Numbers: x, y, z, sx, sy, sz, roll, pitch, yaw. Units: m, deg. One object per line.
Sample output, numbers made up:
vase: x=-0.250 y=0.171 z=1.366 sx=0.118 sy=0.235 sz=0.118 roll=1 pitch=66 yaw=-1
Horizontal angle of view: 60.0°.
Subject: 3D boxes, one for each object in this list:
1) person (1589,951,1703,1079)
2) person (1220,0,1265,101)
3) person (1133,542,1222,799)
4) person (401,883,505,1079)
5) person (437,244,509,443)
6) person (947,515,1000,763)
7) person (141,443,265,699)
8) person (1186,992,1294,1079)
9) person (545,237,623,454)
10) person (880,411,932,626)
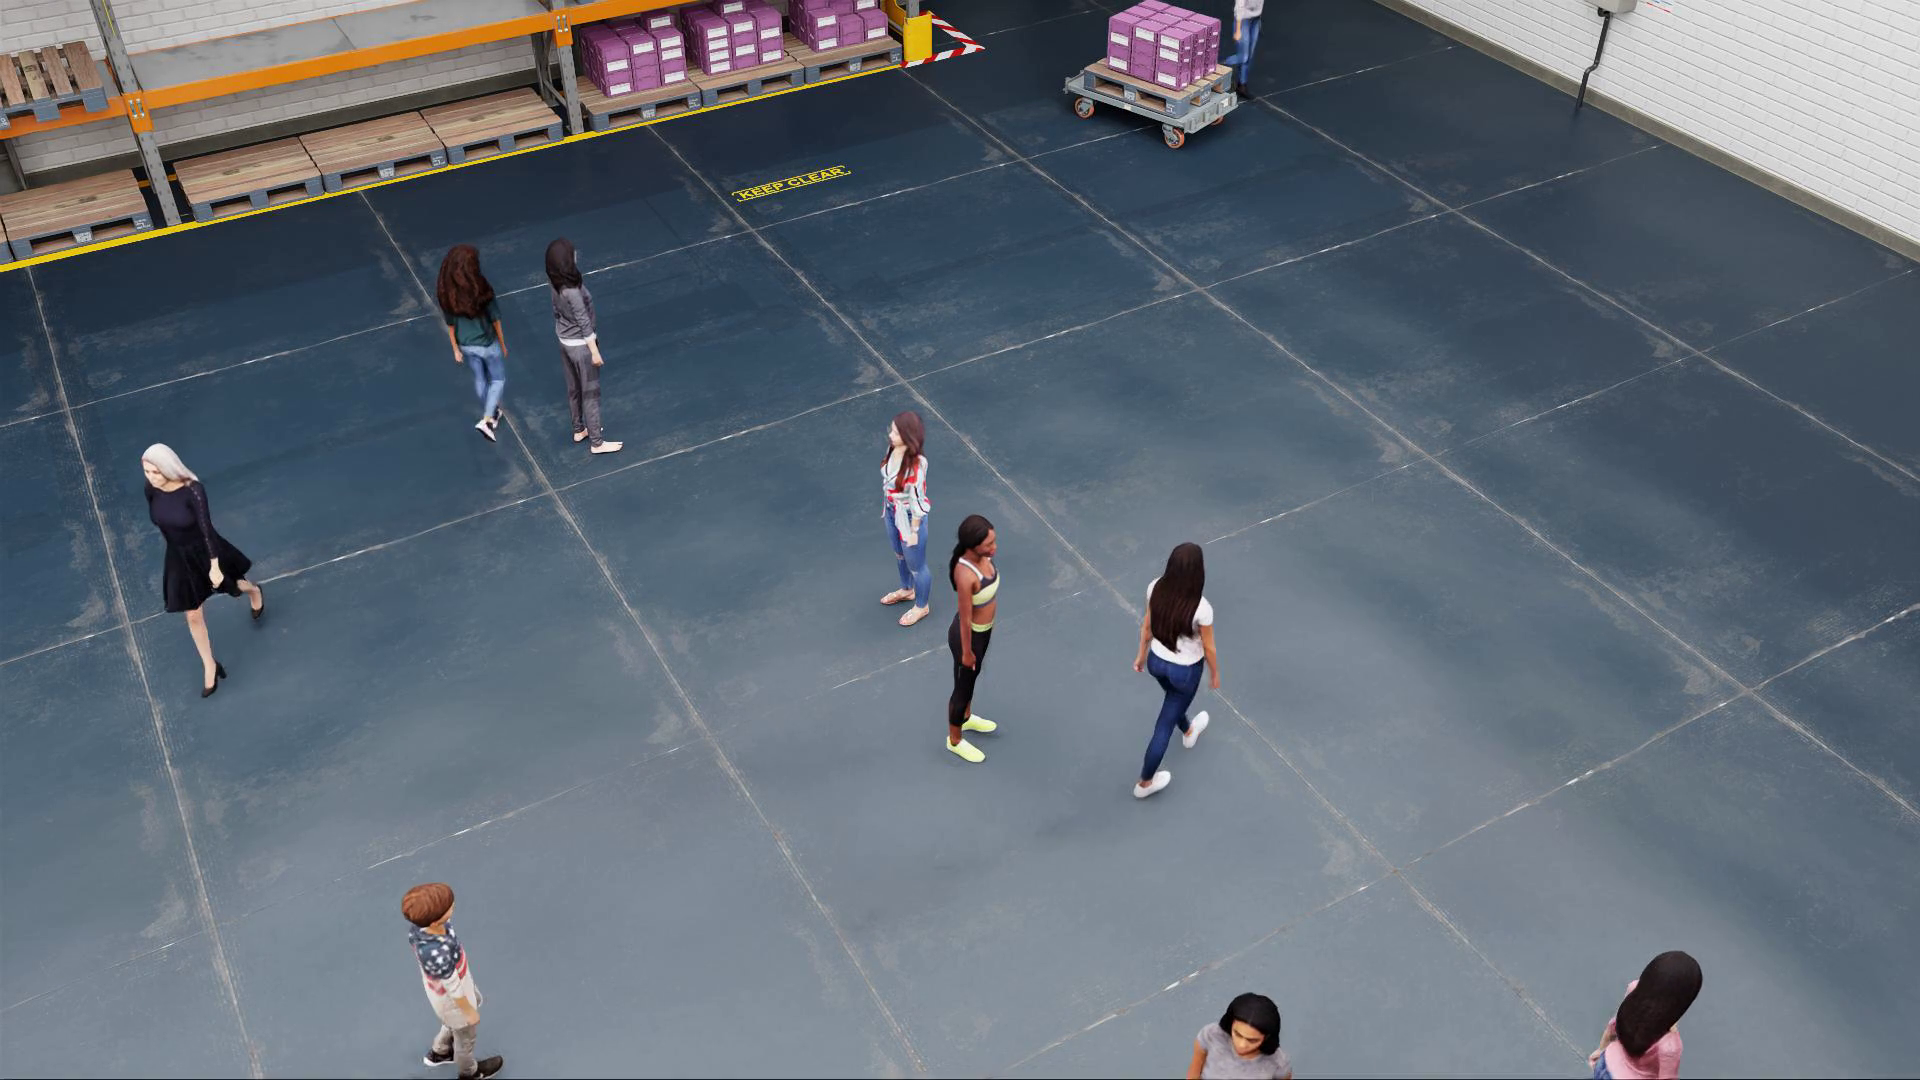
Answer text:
person: x=2.926 y=2.473 z=7.525 sx=0.835 sy=1.731 sz=0.758 roll=-2 pitch=39 yaw=-2
person: x=2.948 y=-5.441 z=17.522 sx=0.816 sy=1.621 sz=0.794 roll=28 pitch=46 yaw=31
person: x=1.170 y=0.807 z=9.602 sx=1.072 sy=1.742 sz=0.799 roll=-31 pitch=48 yaw=-33
person: x=-2.547 y=2.206 z=8.100 sx=0.565 sy=1.431 sz=0.512 roll=-20 pitch=43 yaw=-24
person: x=-3.635 y=-1.439 z=12.526 sx=0.910 sy=1.602 sz=0.923 roll=1 pitch=39 yaw=1
person: x=0.057 y=0.557 z=9.905 sx=0.697 sy=1.753 sz=0.633 roll=10 pitch=40 yaw=13
person: x=-4.761 y=0.088 z=10.533 sx=1.132 sy=1.703 sz=1.079 roll=4 pitch=39 yaw=5
person: x=1.198 y=2.538 z=7.416 sx=0.875 sy=1.765 sz=0.978 roll=15 pitch=41 yaw=18
person: x=-2.855 y=-1.447 z=12.408 sx=0.571 sy=1.763 sz=0.627 roll=-28 pitch=47 yaw=-31
person: x=-0.346 y=-0.157 z=10.912 sx=0.496 sy=1.614 sz=0.587 roll=-20 pitch=43 yaw=-23
